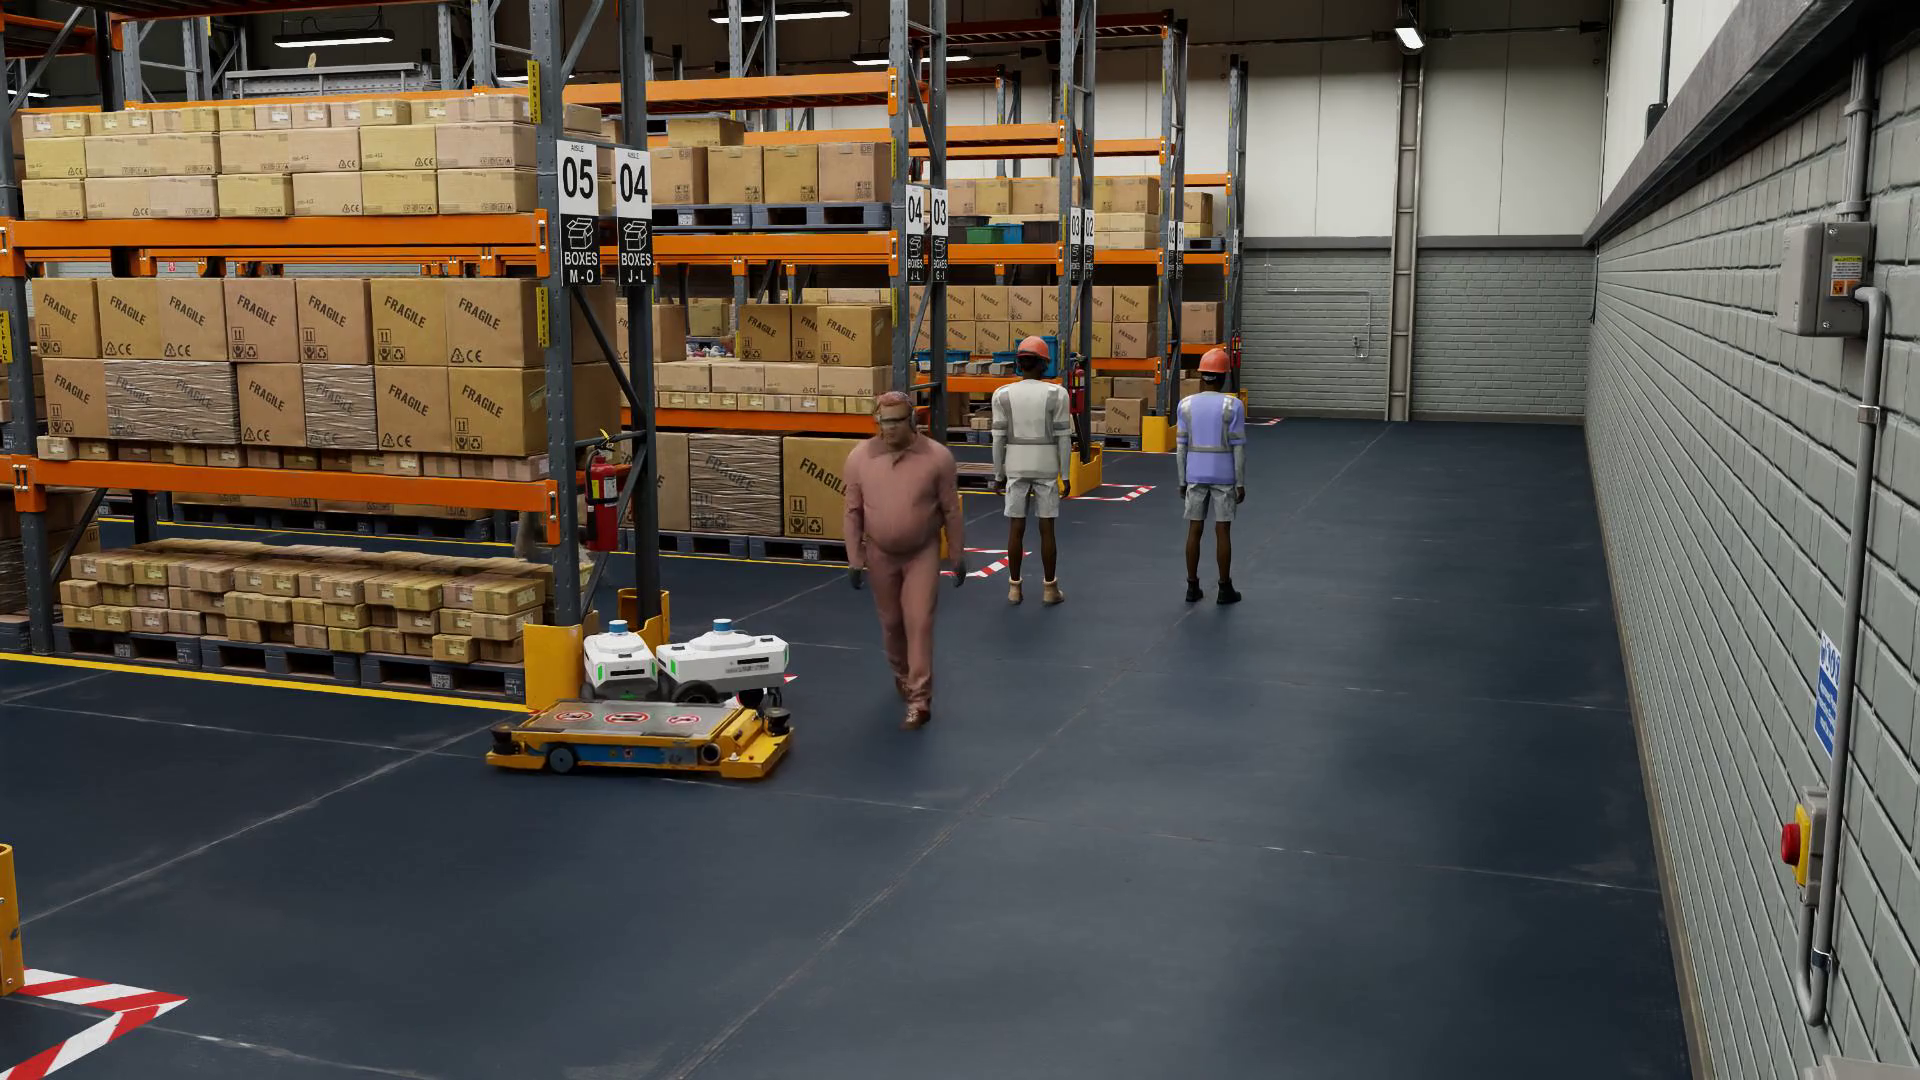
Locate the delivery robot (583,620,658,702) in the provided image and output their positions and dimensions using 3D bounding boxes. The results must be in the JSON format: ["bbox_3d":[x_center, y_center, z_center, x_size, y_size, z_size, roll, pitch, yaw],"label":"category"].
[{"bbox_3d":[-1.909,0.692,9.323,0.477,0.478,0.707,-3,10,-18],"label":"delivery robot"}]

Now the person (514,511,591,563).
[{"bbox_3d":[-3.284,-0.406,13.180,0.794,1.610,0.510,-1,9,-9],"label":"person"}]

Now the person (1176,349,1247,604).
[{"bbox_3d":[1.912,-0.478,12.625,0.543,1.939,0.356,4,10,26],"label":"person"}]

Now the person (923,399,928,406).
[{"bbox_3d":[-0.415,-2.658,26.160,0.507,1.954,0.640,4,10,22],"label":"person"}]

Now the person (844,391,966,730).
[{"bbox_3d":[-0.314,0.081,9.451,0.669,1.880,0.908,1,9,7],"label":"person"}]

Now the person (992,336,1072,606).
[{"bbox_3d":[0.545,-0.515,12.562,0.605,2.033,0.392,2,9,12],"label":"person"}]

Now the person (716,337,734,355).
[{"bbox_3d":[-3.309,-2.046,23.427,0.535,1.618,0.515,1,9,5],"label":"person"}]

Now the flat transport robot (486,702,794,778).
[{"bbox_3d":[-1.626,1.007,8.543,1.431,0.197,0.652,1,9,8],"label":"flat transport robot"}]

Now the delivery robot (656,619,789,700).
[{"bbox_3d":[-1.332,0.687,9.365,0.707,0.478,0.477,-4,10,-25],"label":"delivery robot"}]
